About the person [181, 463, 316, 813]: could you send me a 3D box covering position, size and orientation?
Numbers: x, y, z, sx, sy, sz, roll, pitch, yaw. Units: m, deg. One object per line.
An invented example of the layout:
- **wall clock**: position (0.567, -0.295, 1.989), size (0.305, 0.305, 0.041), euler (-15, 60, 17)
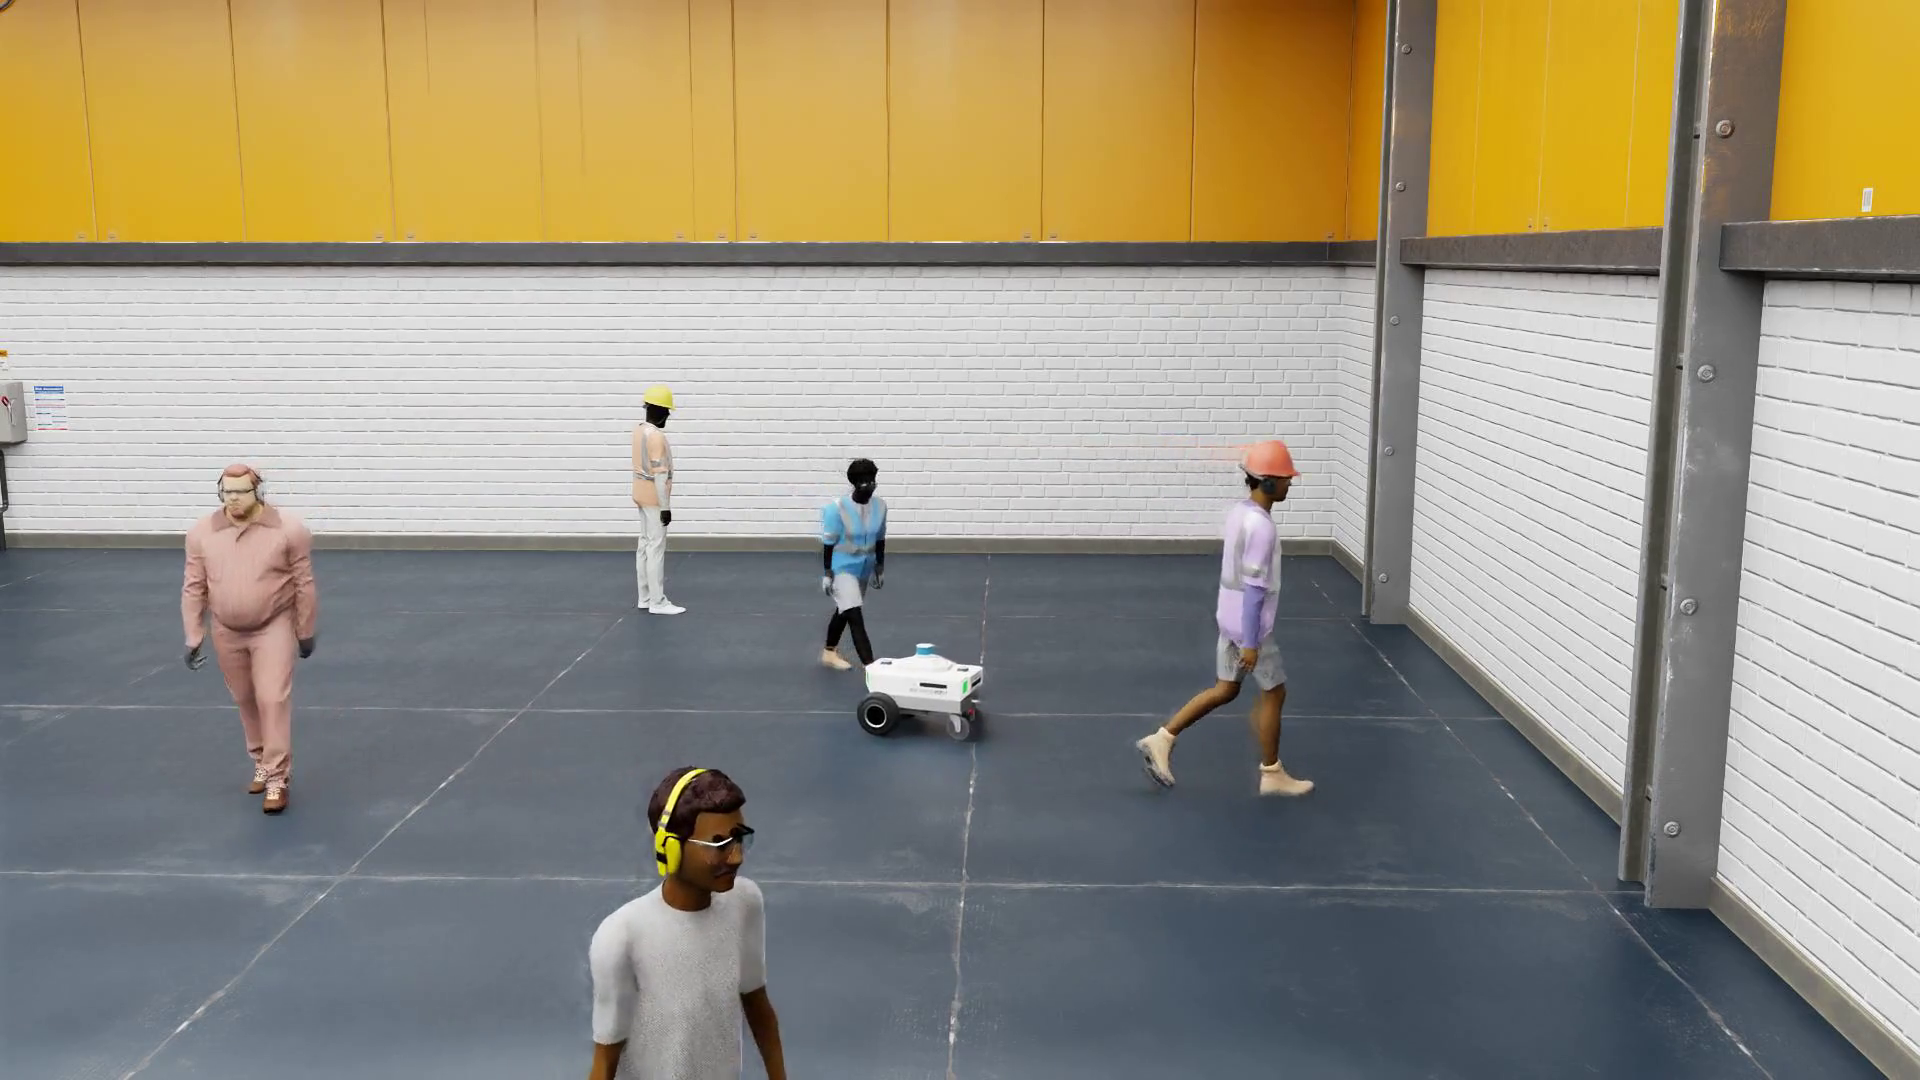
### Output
- **person**: position (-3.885, 0.528, 9.037), size (0.651, 1.872, 0.863), euler (-1, 10, -5)

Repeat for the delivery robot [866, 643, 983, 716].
- **delivery robot**: position (-0.222, 0.895, 10.468), size (0.707, 0.478, 0.477), euler (3, 10, 20)

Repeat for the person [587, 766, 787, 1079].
- **person**: position (-0.578, 1.426, 3.868), size (0.717, 1.841, 0.550), euler (7, 12, 34)

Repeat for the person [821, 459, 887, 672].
- **person**: position (-0.734, 0.218, 11.636), size (0.543, 1.599, 1.015), euler (-9, 13, -43)

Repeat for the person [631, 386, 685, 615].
- **person**: position (-2.550, -0.334, 13.958), size (0.384, 1.917, 0.584), euler (-5, 11, -28)

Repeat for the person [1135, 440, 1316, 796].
- **person**: position (1.480, 0.447, 9.160), size (0.937, 2.012, 0.617), euler (0, 10, -3)
